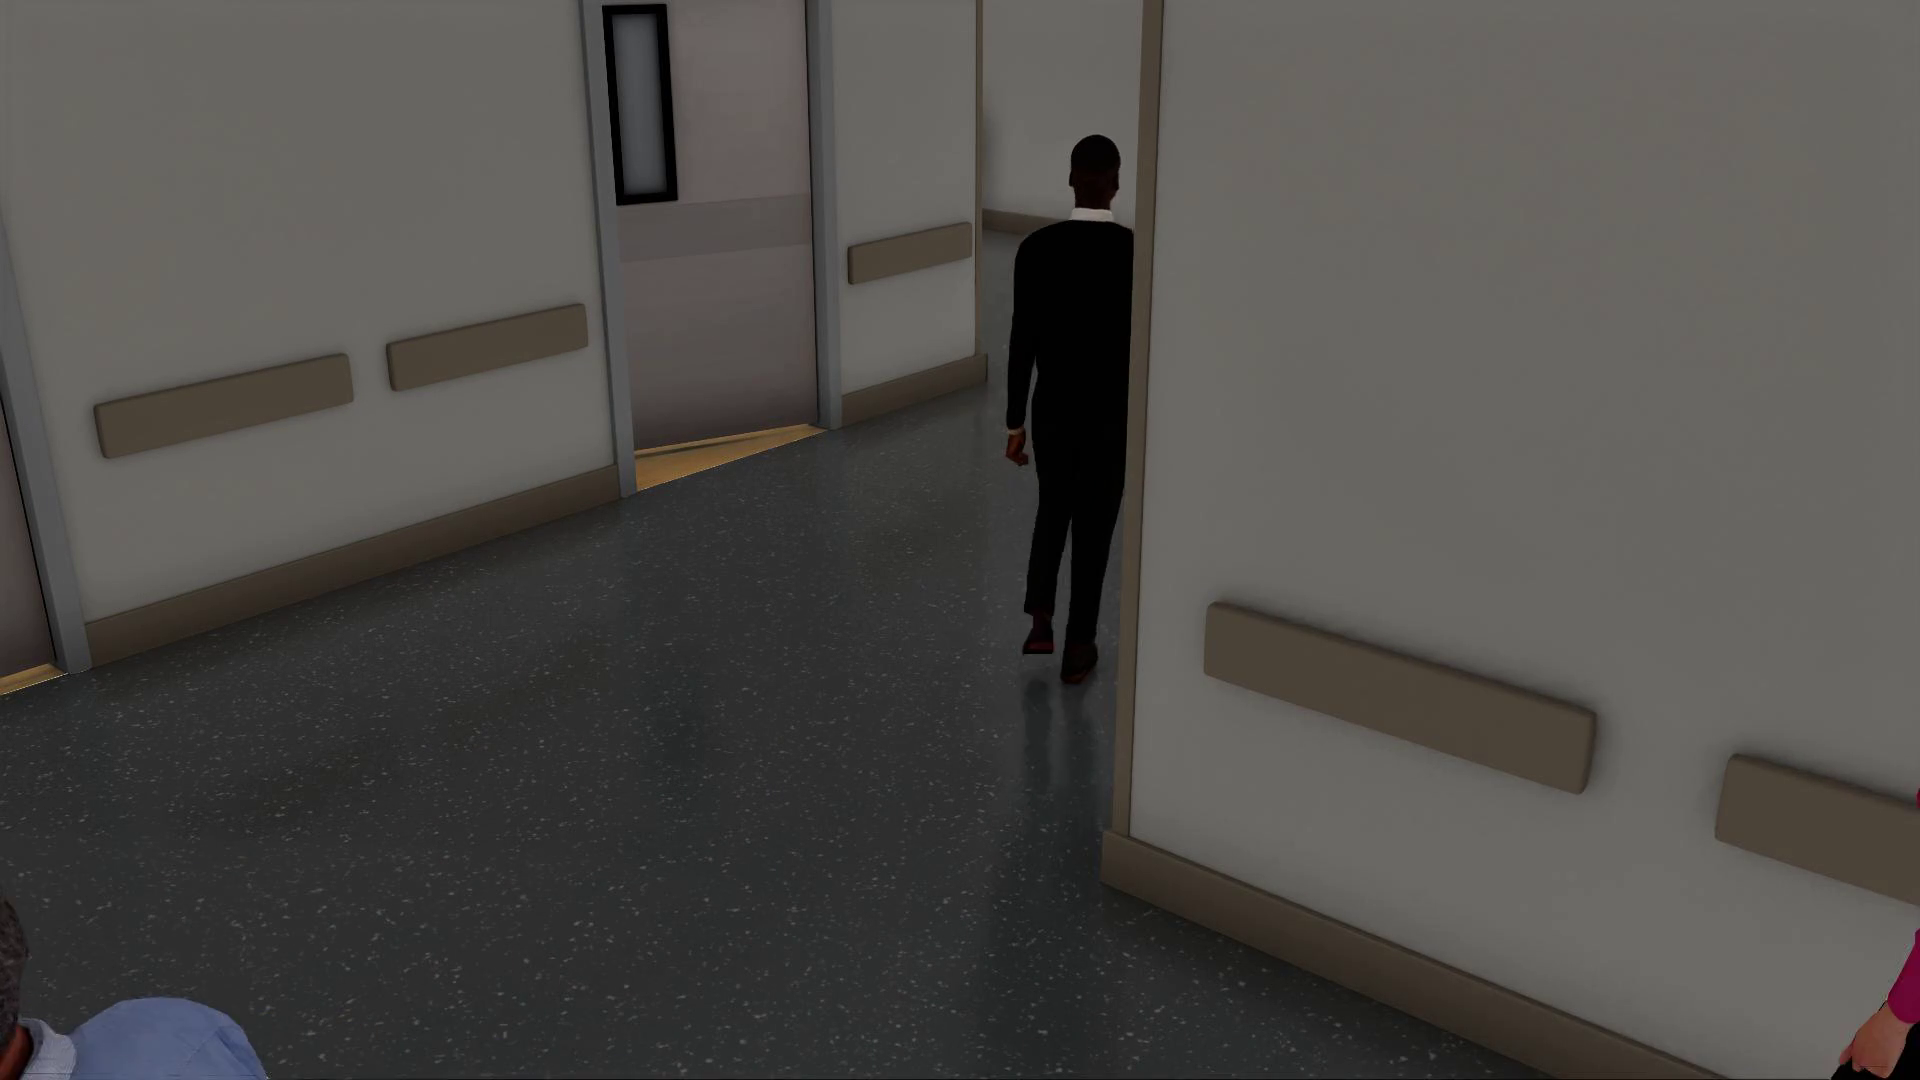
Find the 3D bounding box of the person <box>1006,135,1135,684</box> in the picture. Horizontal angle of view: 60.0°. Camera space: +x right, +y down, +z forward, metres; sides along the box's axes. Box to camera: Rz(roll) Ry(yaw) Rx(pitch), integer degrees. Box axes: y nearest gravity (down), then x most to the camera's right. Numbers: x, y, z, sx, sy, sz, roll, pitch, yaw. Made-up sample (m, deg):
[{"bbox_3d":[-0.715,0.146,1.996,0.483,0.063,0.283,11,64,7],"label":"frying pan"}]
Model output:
[{"bbox_3d":[0.385,-0.358,5.315,0.761,1.799,0.796,5,21,12],"label":"person"}]
